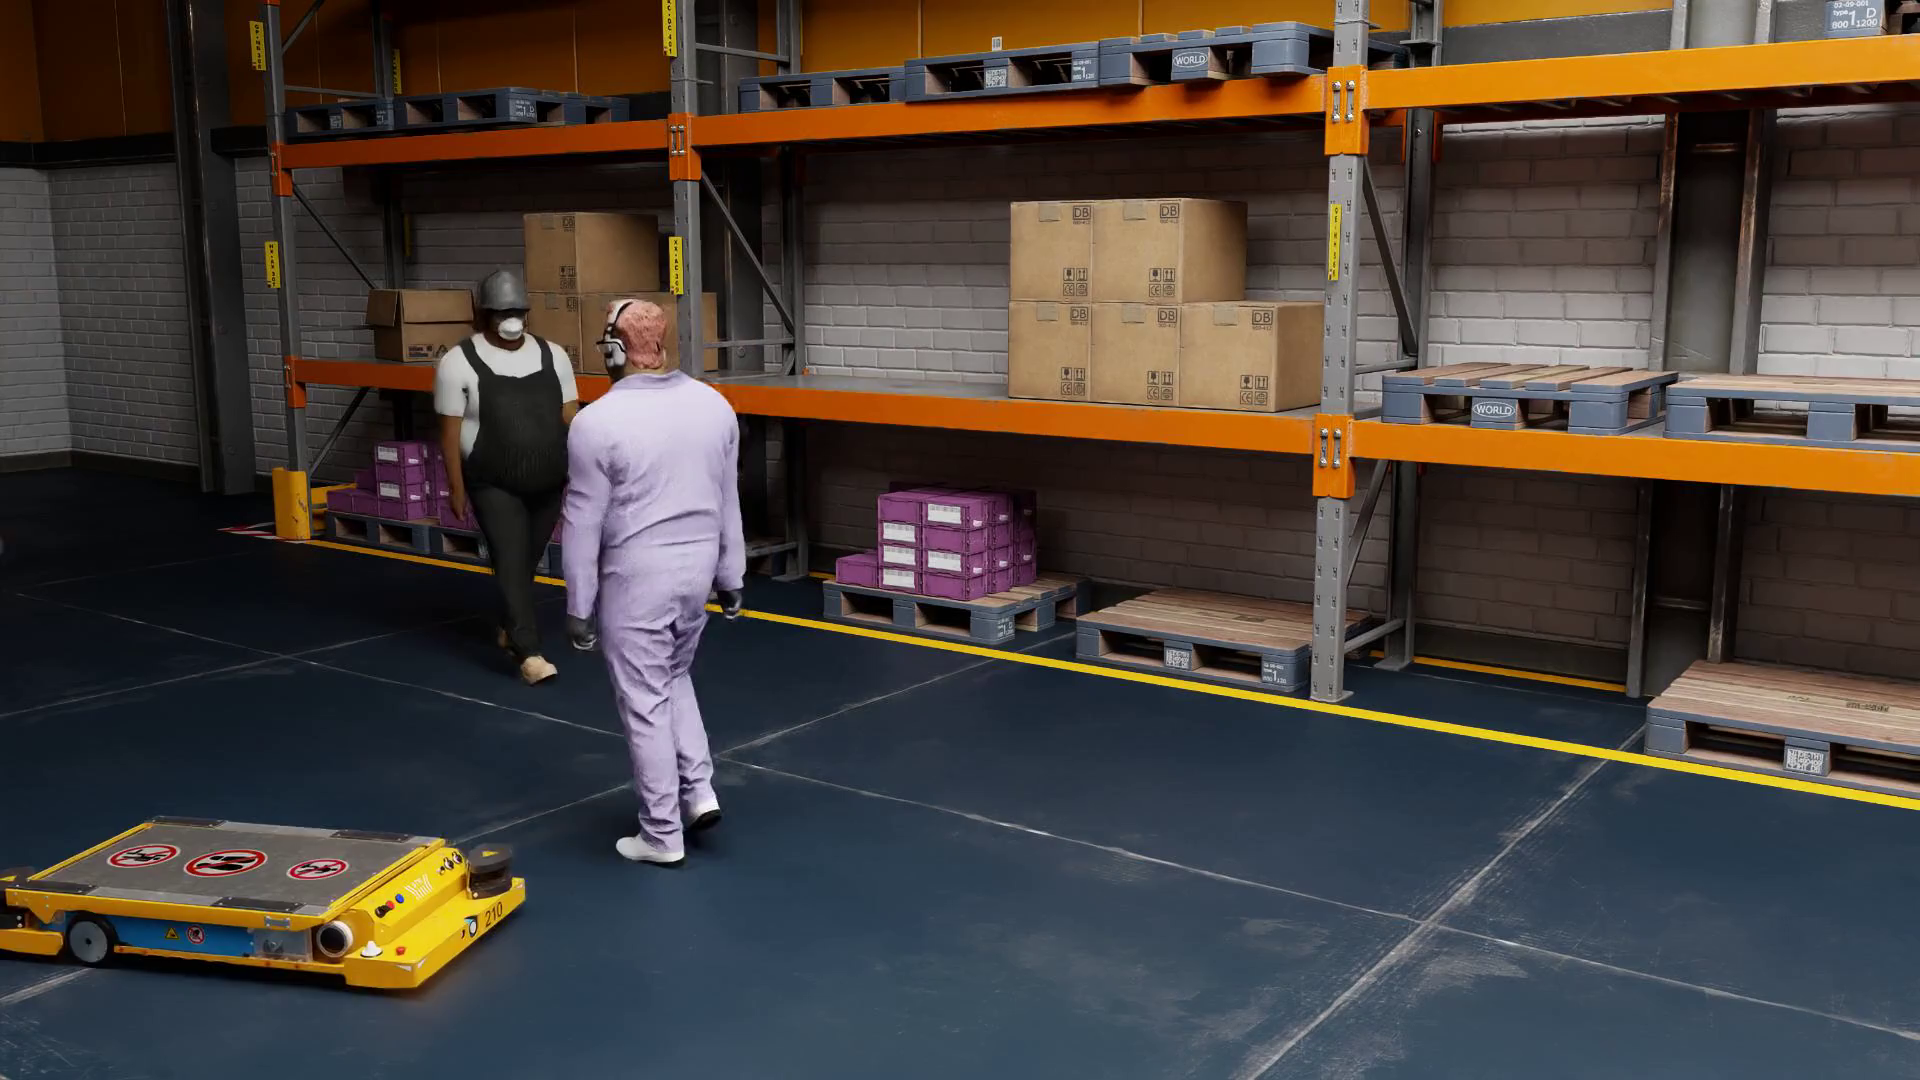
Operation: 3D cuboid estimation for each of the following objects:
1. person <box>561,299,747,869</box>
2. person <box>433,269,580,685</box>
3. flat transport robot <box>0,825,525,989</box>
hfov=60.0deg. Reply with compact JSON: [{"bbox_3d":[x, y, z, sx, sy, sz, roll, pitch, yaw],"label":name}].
[{"bbox_3d":[-1.043,0.152,5.541,0.433,1.894,0.657,8,13,40],"label":"person"},{"bbox_3d":[-2.181,-0.361,8.190,0.689,2.000,1.011,-8,12,-39],"label":"person"},{"bbox_3d":[-2.113,1.060,4.982,1.431,0.197,0.652,2,10,12],"label":"flat transport robot"}]
